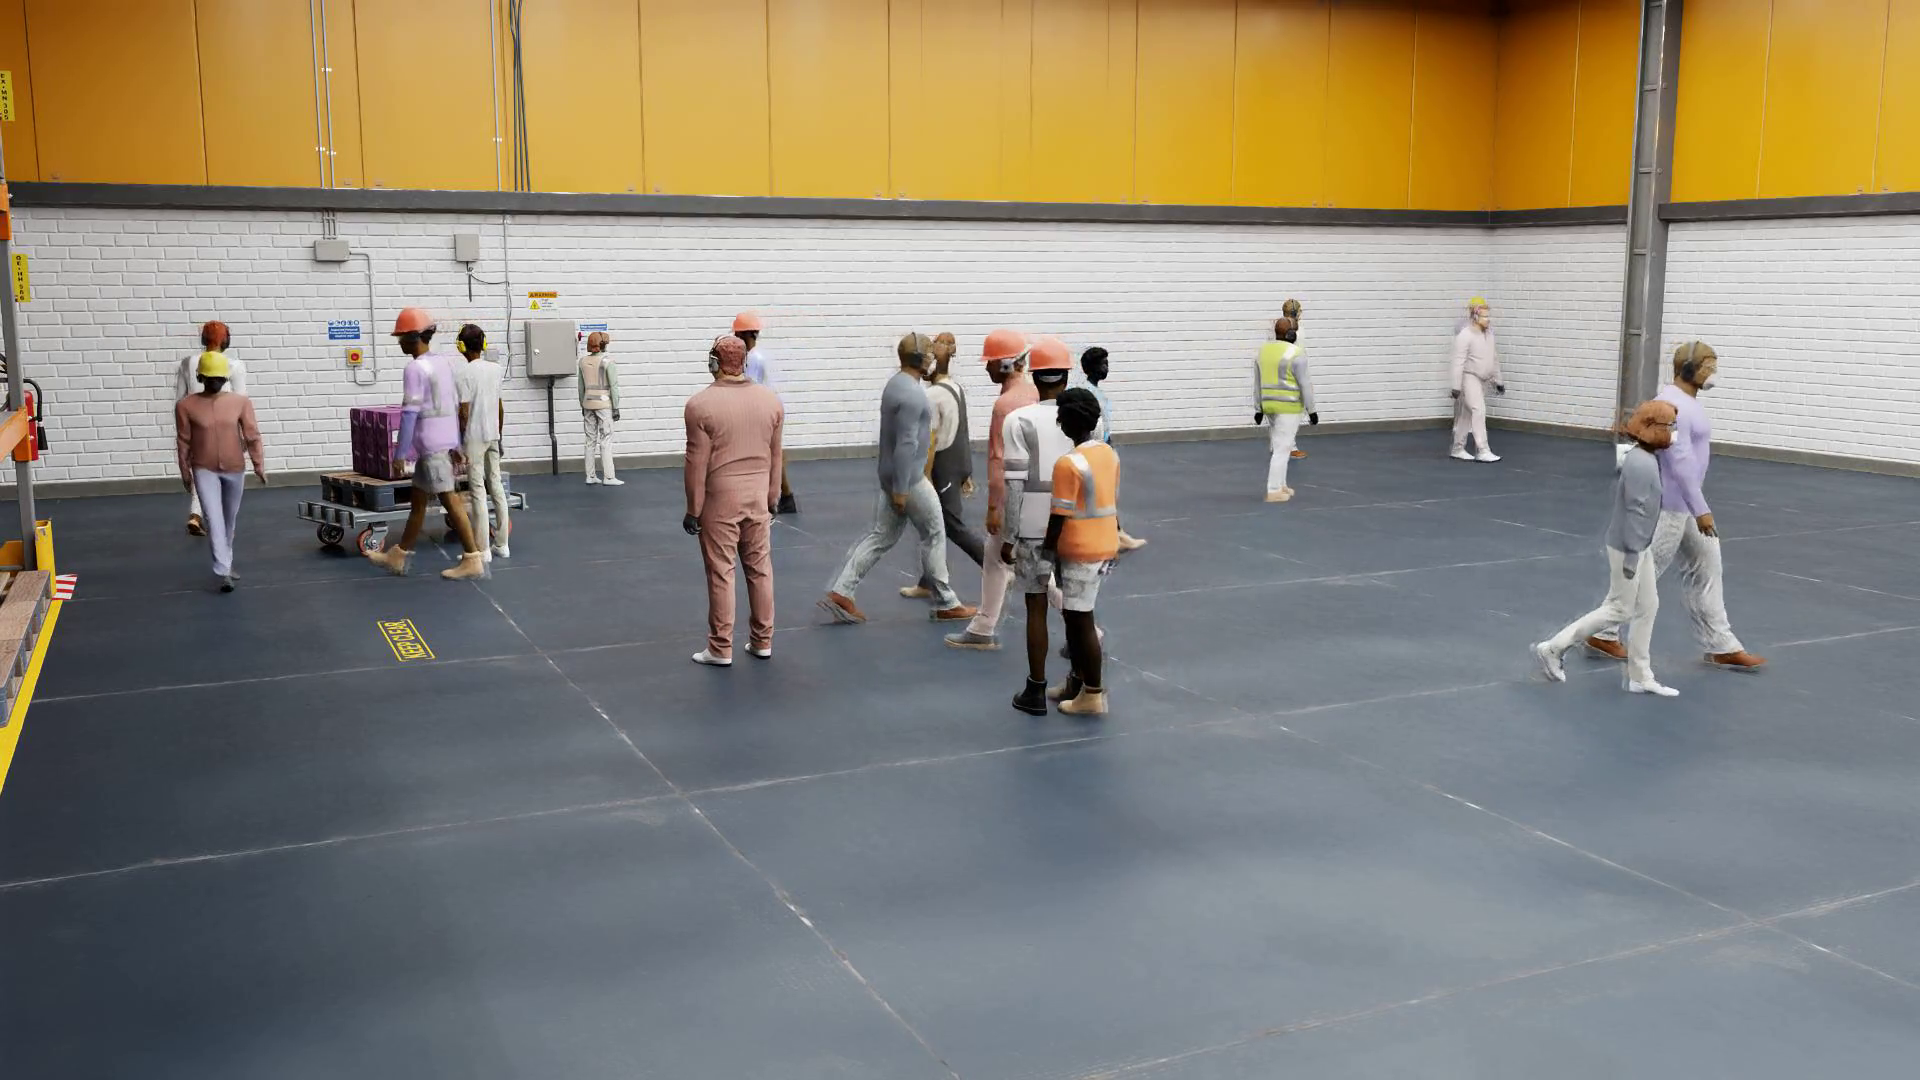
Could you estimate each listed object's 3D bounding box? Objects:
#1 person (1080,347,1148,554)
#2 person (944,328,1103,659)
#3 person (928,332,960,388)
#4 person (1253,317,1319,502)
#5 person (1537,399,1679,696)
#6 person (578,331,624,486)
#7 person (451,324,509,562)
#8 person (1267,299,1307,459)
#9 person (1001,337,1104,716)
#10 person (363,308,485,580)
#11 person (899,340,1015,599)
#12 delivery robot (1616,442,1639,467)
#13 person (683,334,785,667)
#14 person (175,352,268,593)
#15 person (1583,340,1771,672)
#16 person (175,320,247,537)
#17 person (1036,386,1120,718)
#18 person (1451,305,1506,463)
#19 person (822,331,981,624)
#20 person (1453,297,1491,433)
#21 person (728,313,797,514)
[{"bbox_3d":[1.159,-0.710,13.367,0.812,1.663,0.539,1,9,9],"label":"person"},{"bbox_3d":[0.391,-0.270,9.753,0.975,1.954,0.630,3,10,17],"label":"person"},{"bbox_3d":[-0.198,-1.463,18.171,0.431,1.621,0.504,-5,11,-30],"label":"person"},{"bbox_3d":[3.269,-1.287,16.452,0.643,1.822,0.631,-5,10,-28],"label":"person"},{"bbox_3d":[3.501,0.040,8.891,0.659,1.606,0.512,4,10,26],"label":"person"},{"bbox_3d":[-3.823,-1.388,17.639,0.525,1.639,0.307,5,11,30],"label":"person"},{"bbox_3d":[-3.773,-0.756,13.031,0.330,1.865,0.518,5,10,28],"label":"person"},{"bbox_3d":[3.992,-1.957,20.241,0.358,1.938,0.636,-5,10,-26],"label":"person"},{"bbox_3d":[0.462,-0.069,8.538,0.549,1.933,0.373,-3,10,-18],"label":"person"},{"bbox_3d":[-3.985,-0.690,12.196,1.026,1.987,0.667,0,9,2],"label":"person"},{"bbox_3d":[0.002,-0.445,11.286,0.865,1.817,0.511,3,10,19],"label":"person"},{"bbox_3d":[7.322,-0.890,17.613,0.477,0.478,0.707,-5,10,-29],"label":"delivery robot"},{"bbox_3d":[-1.322,-0.225,9.595,0.643,1.909,0.410,-8,12,-40],"label":"person"},{"bbox_3d":[-5.303,-0.499,11.925,0.537,1.700,0.942,-6,11,-32],"label":"person"},{"bbox_3d":[4.083,-0.185,9.478,0.974,1.896,0.636,7,11,36],"label":"person"},{"bbox_3d":[-6.277,-0.913,14.007,0.579,1.866,0.418,1,9,7],"label":"person"},{"bbox_3d":[0.538,0.061,8.461,0.526,1.683,0.555,5,11,30],"label":"person"},{"bbox_3d":[6.242,-1.854,19.829,0.668,1.872,0.890,-9,13,-44],"label":"person"},{"bbox_3d":[-0.399,-0.385,10.643,0.998,1.903,0.642,-2,9,-12],"label":"person"},{"bbox_3d":[7.220,-2.458,23.420,0.390,1.919,0.584,-7,12,-38],"label":"person"},{"bbox_3d":[-1.984,-1.168,15.511,0.978,1.881,0.567,-1,9,-4],"label":"person"}]
